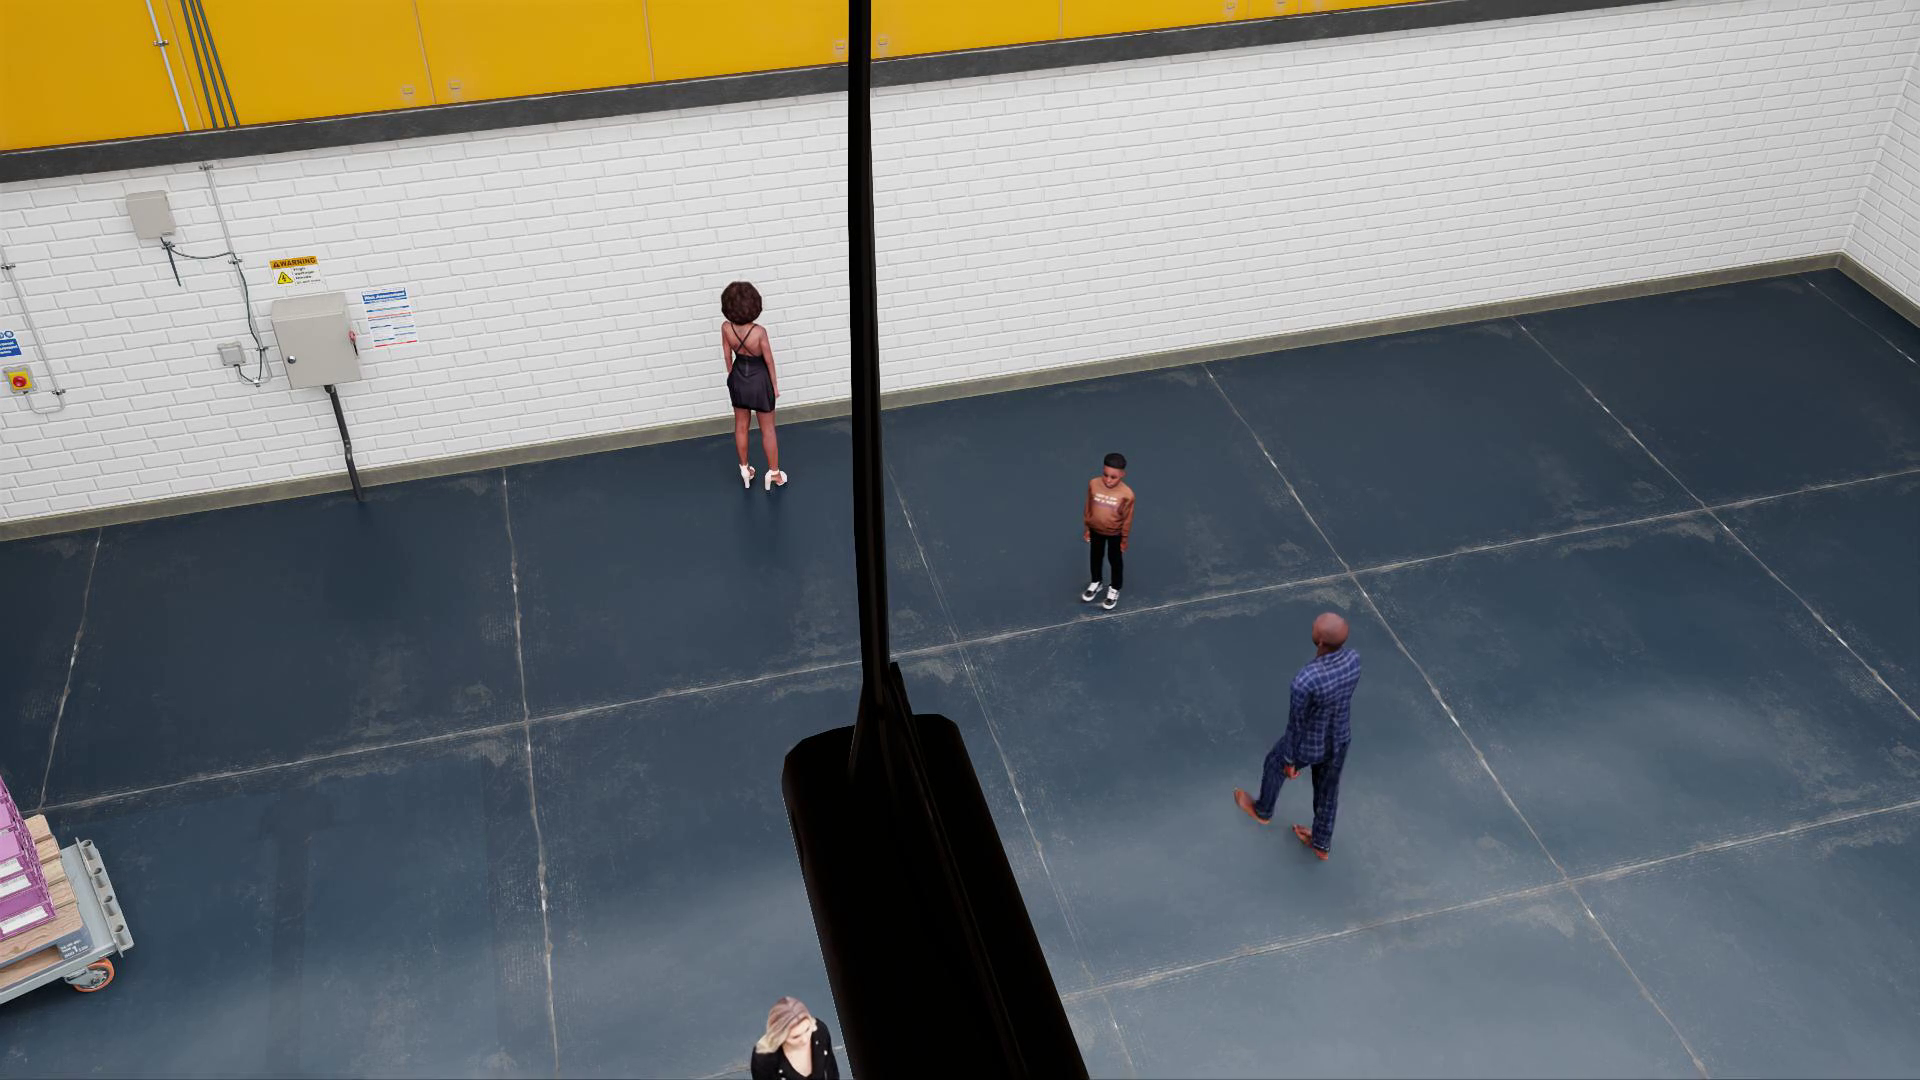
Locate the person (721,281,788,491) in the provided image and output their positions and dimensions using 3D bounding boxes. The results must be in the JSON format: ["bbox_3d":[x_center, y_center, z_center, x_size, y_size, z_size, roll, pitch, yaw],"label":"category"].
[{"bbox_3d":[-1.571,-1.147,12.540,0.647,1.790,0.680,11,40,13],"label":"person"}]

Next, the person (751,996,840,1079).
[{"bbox_3d":[-0.777,2.691,7.819,0.670,1.685,0.658,-25,45,-28],"label":"person"}]

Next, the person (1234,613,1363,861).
[{"bbox_3d":[2.125,1.184,9.614,0.794,1.798,0.999,-19,42,-22],"label":"person"}]

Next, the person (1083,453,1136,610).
[{"bbox_3d":[1.044,-0.094,11.650,0.586,1.255,0.646,20,43,23],"label":"person"}]
